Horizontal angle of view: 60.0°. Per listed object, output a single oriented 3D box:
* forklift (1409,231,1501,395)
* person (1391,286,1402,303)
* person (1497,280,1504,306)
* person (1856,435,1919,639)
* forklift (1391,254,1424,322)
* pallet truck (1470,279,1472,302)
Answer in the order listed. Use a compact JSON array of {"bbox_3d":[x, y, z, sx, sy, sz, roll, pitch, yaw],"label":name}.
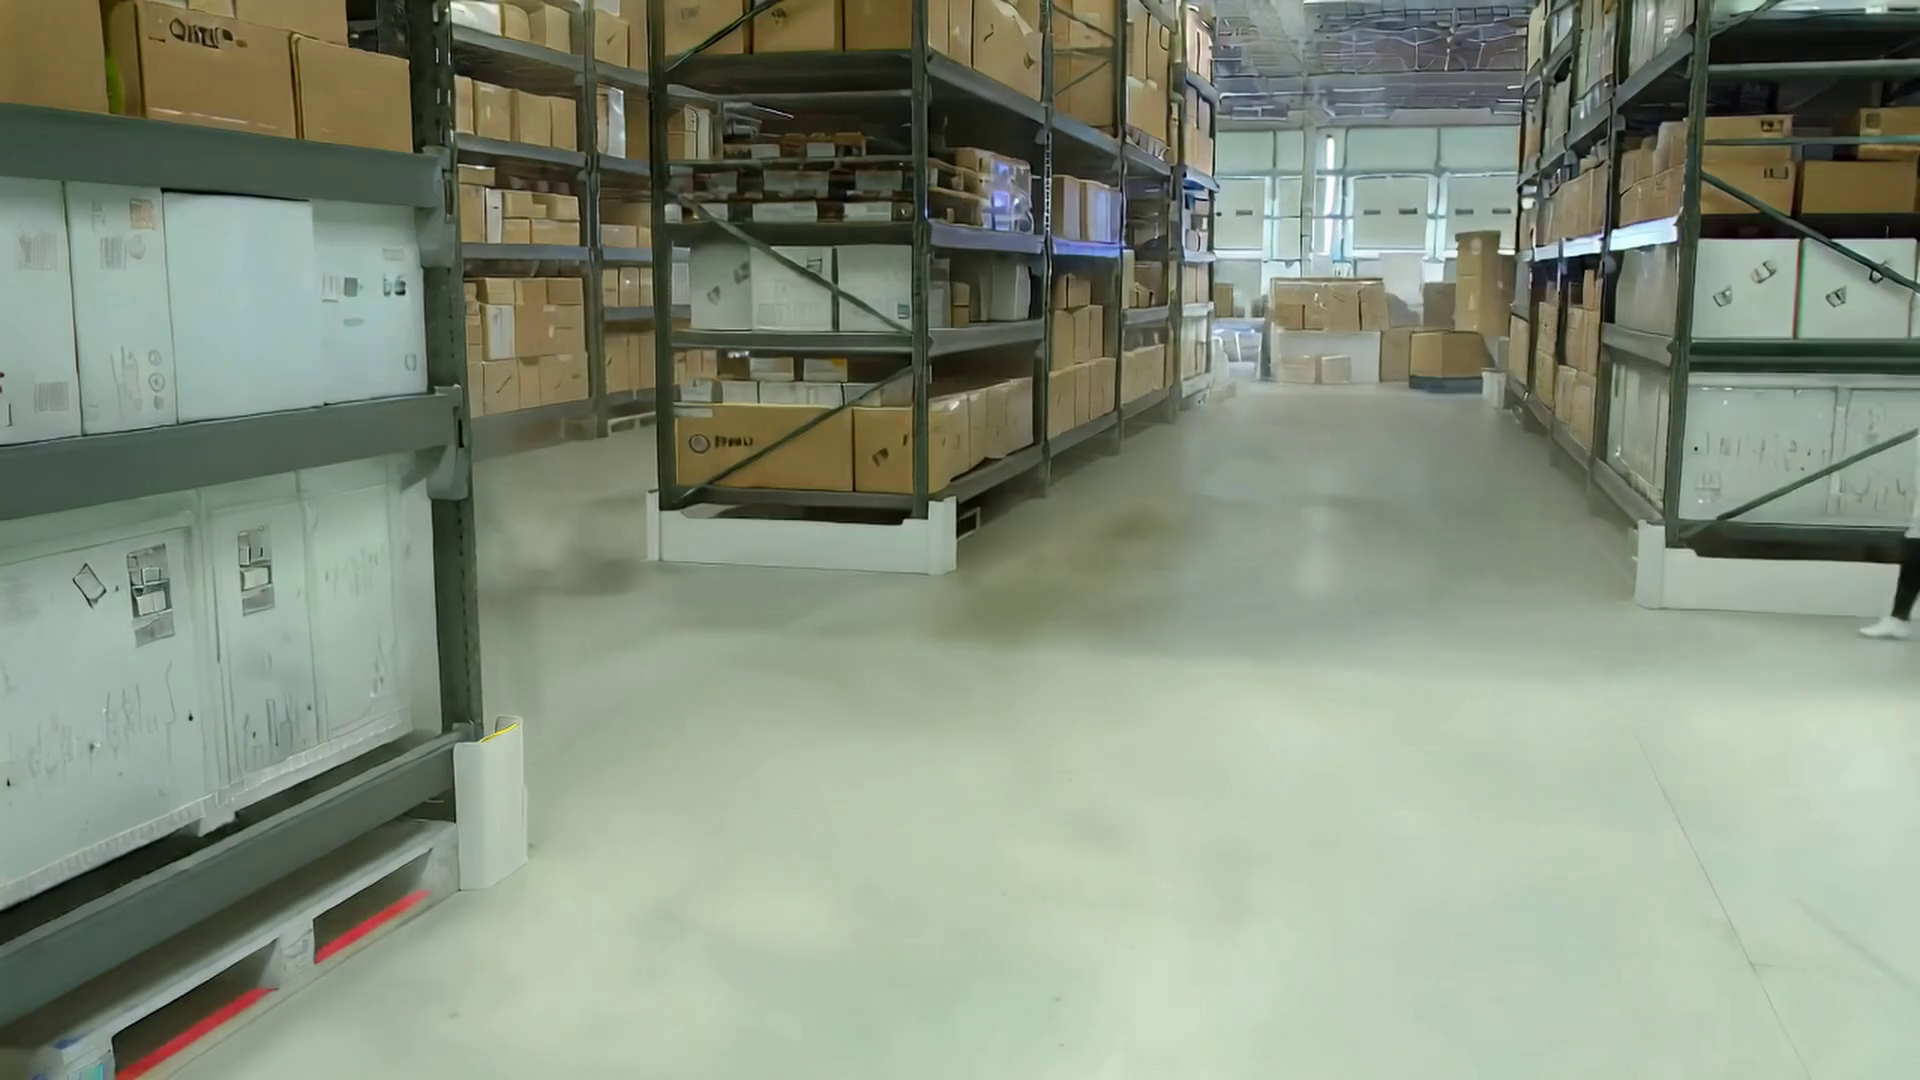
[{"bbox_3d":[8.928,-3.957,28.909,1.873,2.768,1.129,-2,9,-15],"label":"forklift"},{"bbox_3d":[9.668,-4.699,36.903,0.429,1.846,0.633,-1,9,-8],"label":"person"},{"bbox_3d":[9.727,-3.687,30.003,0.395,1.993,0.614,-1,9,-5],"label":"person"},{"bbox_3d":[5.484,-0.234,9.111,0.817,1.668,0.537,2,9,13],"label":"person"},{"bbox_3d":[14.740,-8.061,54.986,1.129,2.768,1.873,-2,9,-11],"label":"forklift"},{"bbox_3d":[18.896,-8.459,60.307,1.885,1.965,0.823,5,10,31],"label":"pallet truck"}]
